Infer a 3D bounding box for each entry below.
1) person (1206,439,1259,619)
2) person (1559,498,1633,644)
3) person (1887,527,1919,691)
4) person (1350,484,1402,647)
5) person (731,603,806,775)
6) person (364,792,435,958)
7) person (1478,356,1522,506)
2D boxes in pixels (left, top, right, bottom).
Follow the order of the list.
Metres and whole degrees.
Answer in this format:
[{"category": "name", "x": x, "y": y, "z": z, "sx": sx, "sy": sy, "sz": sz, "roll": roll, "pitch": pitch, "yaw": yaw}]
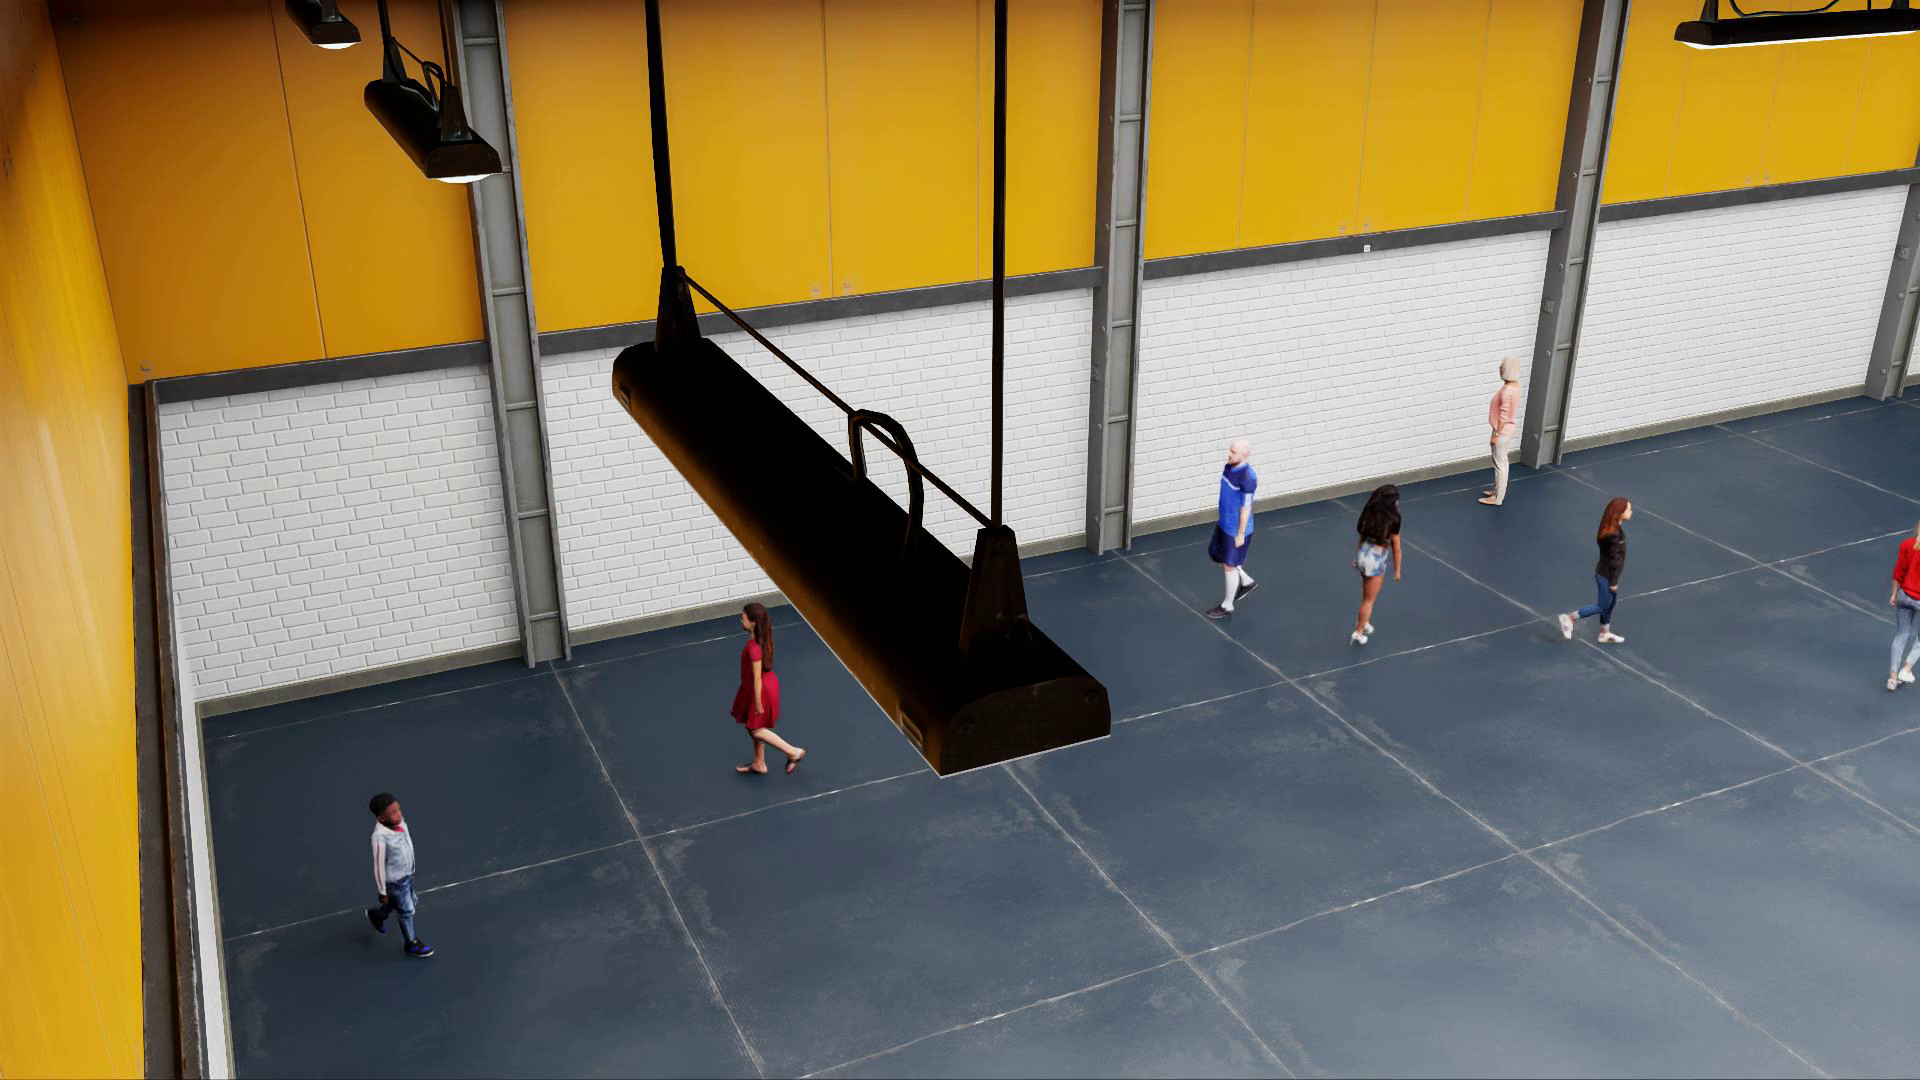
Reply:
[{"category": "person", "x": 2.697, "y": -0.128, "z": 16.002, "sx": 0.867, "sy": 1.831, "sz": 0.756, "roll": -6, "pitch": 24, "yaw": -14}, {"category": "person", "x": 5.958, "y": 0.301, "z": 15.472, "sx": 0.922, "sy": 1.469, "sz": 0.861, "roll": 8, "pitch": 25, "yaw": 17}, {"category": "person", "x": 8.376, "y": 0.561, "z": 14.596, "sx": 0.716, "sy": 1.694, "sz": 0.699, "roll": 21, "pitch": 31, "yaw": 40}, {"category": "person", "x": 3.763, "y": 0.261, "z": 15.393, "sx": 0.635, "sy": 1.606, "sz": 0.618, "roll": -16, "pitch": 28, "yaw": -32}, {"category": "person", "x": -1.539, "y": 1.212, "z": 13.299, "sx": 0.903, "sy": 1.539, "sz": 0.764, "roll": 2, "pitch": 24, "yaw": 4}, {"category": "person", "x": -3.872, "y": 2.250, "z": 11.291, "sx": 0.823, "sy": 1.247, "sz": 0.717, "roll": 5, "pitch": 24, "yaw": 11}, {"category": "person", "x": 6.100, "y": -1.237, "z": 18.671, "sx": 0.742, "sy": 1.724, "sz": 0.648, "roll": 13, "pitch": 27, "yaw": 27}]
